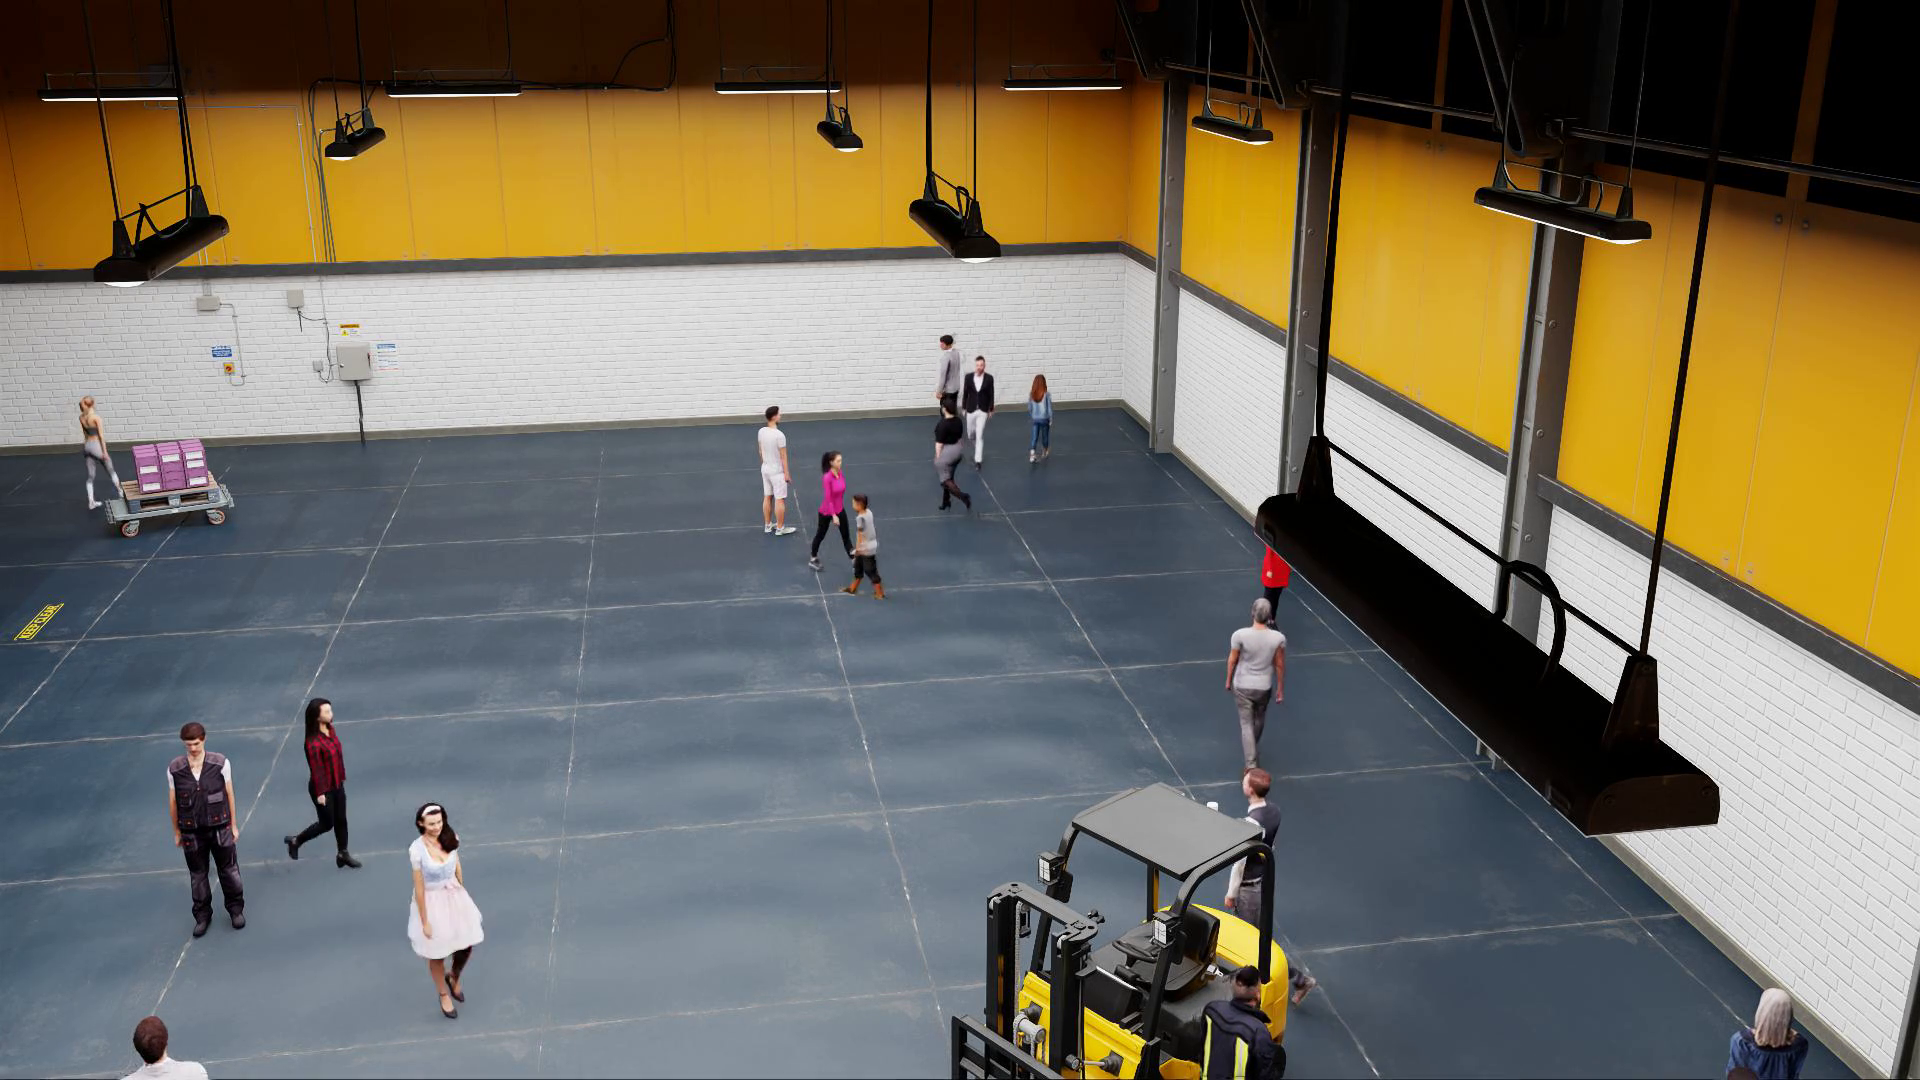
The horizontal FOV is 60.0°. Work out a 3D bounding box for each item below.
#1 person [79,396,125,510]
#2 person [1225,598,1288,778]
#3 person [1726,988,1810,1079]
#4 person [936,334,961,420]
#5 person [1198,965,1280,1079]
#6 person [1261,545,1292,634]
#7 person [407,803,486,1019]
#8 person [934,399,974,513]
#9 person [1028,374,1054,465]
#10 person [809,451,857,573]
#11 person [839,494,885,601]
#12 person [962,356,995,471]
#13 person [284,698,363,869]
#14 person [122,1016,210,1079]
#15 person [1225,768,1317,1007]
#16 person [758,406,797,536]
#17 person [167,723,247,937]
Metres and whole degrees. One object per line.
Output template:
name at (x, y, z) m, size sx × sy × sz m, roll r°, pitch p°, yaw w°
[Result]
person at (-12.934, -1.275, 24.758) m, size 0.868 × 1.661 × 1.150 m, roll 4°, pitch 19°, yaw 12°
person at (2.893, 1.495, 16.331) m, size 0.778 × 1.790 × 1.190 m, roll -1°, pitch 19°, yaw -3°
person at (4.989, 3.547, 10.384) m, size 0.650 × 1.697 × 0.619 m, roll 0°, pitch 19°, yaw 1°
person at (-0.153, -2.599, 28.315) m, size 1.017 × 1.900 × 0.857 m, roll 15°, pitch 24°, yaw 37°
person at (1.684, 3.469, 10.357) m, size 1.022 × 1.862 × 0.959 m, roll -15°, pitch 24°, yaw -37°
person at (3.784, 0.318, 19.891) m, size 0.788 × 1.748 × 0.741 m, roll 16°, pitch 24°, yaw 39°
person at (-3.961, 2.769, 12.524) m, size 0.875 × 1.806 × 0.950 m, roll -16°, pitch 24°, yaw -40°
person at (-0.115, -1.188, 24.380) m, size 1.104 × 1.739 × 1.007 m, roll 16°, pitch 24°, yaw 39°
person at (1.264, -1.944, 27.077) m, size 0.889 × 1.450 × 1.079 m, roll 7°, pitch 20°, yaw 19°
person at (-1.780, -0.359, 22.060) m, size 1.157 × 1.648 × 1.109 m, roll 13°, pitch 22°, yaw 33°
person at (-1.124, 0.058, 21.162) m, size 0.867 × 1.430 × 0.911 m, roll 7°, pitch 20°, yaw 19°
person at (0.297, -2.093, 26.934) m, size 0.903 × 1.824 × 1.132 m, roll 3°, pitch 19°, yaw 8°
person at (-5.643, 2.162, 14.586) m, size 0.748 × 1.640 × 0.855 m, roll 0°, pitch 19°, yaw 0°
person at (-4.611, 3.674, 9.776) m, size 0.758 × 1.845 × 0.719 m, roll -8°, pitch 20°, yaw -21°
person at (2.317, 2.671, 12.654) m, size 1.151 × 1.909 × 1.172 m, roll 10°, pitch 21°, yaw 26°
person at (-2.646, -0.991, 23.622) m, size 0.737 × 1.848 × 0.827 m, roll 16°, pitch 24°, yaw 39°
person at (-6.213, 2.349, 13.704) m, size 0.693 × 1.849 × 0.635 m, roll -7°, pitch 20°, yaw -20°
